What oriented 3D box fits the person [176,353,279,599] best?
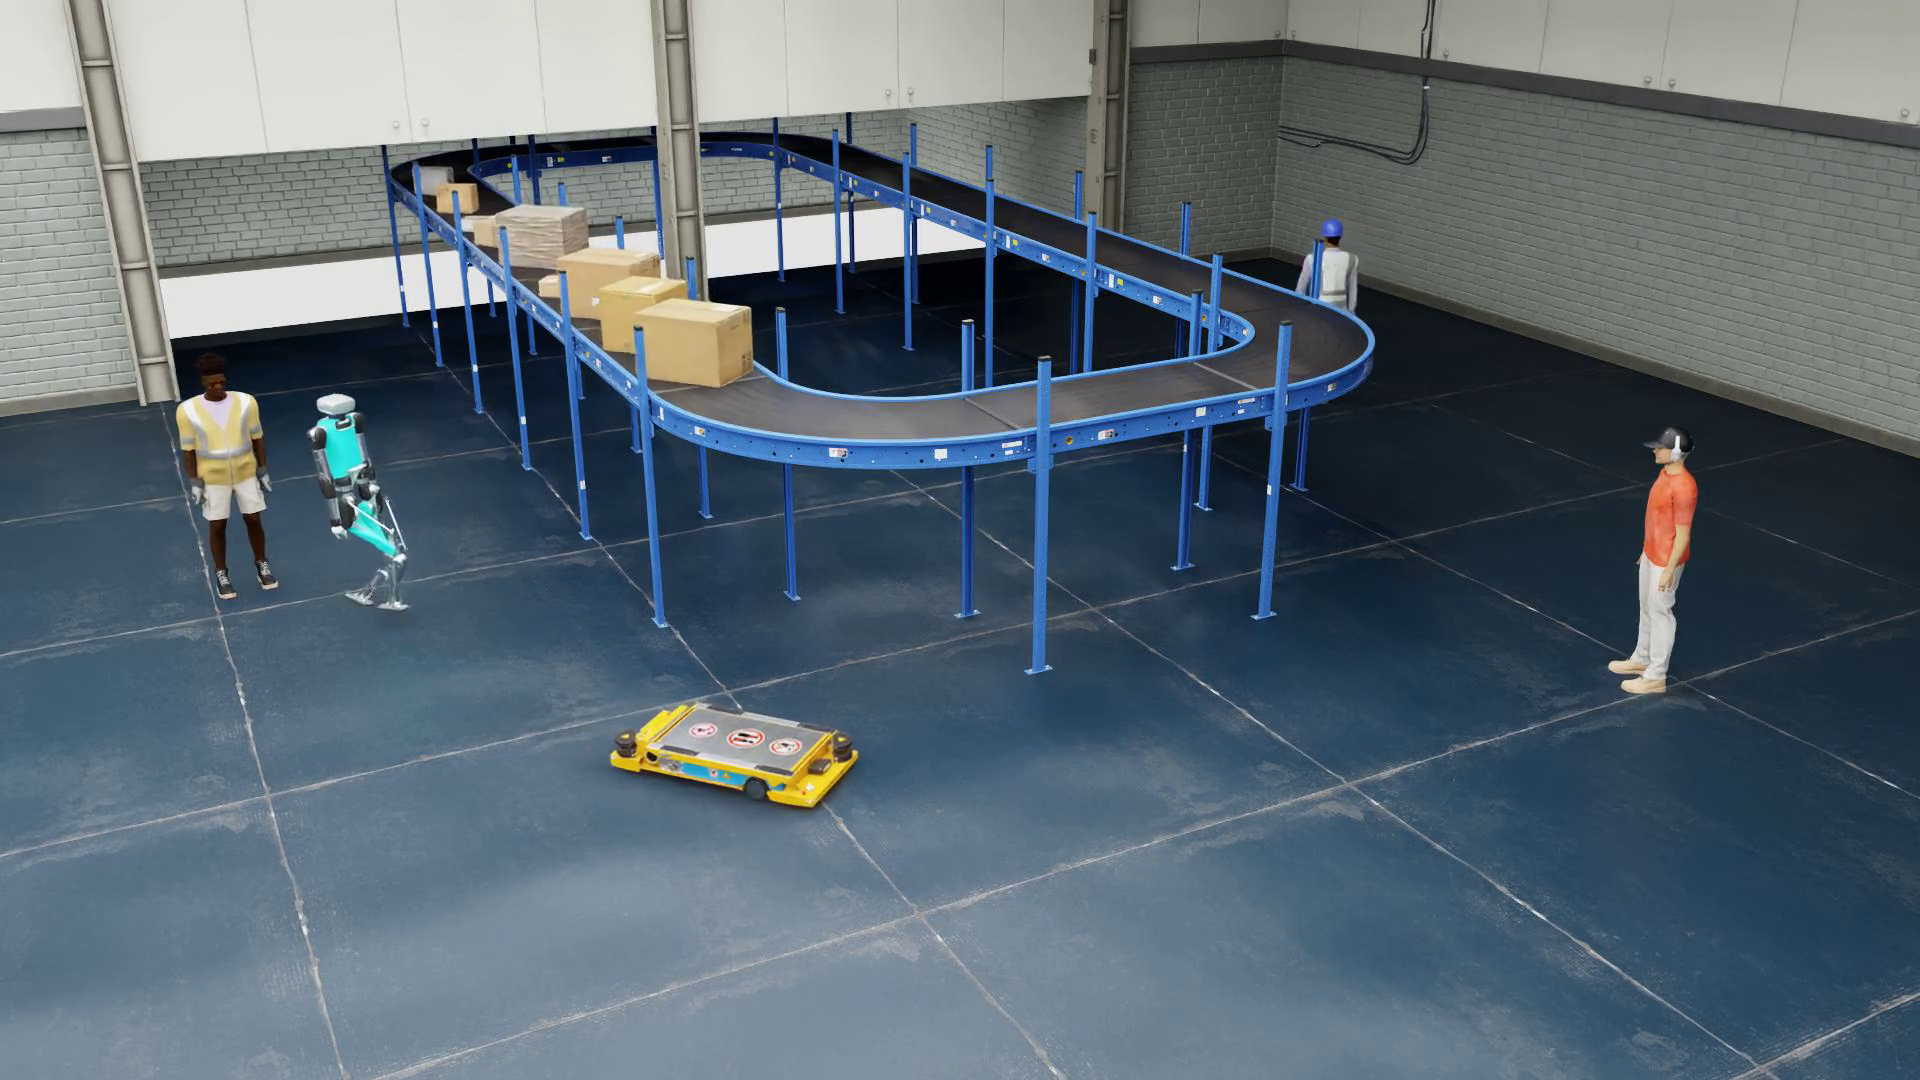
[{"bbox_3d":[-5.669,-0.507,12.886,0.601,1.956,0.378,-14,26,-31],"label":"person"}]

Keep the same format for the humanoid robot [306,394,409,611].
[{"bbox_3d":[-4.403,-0.207,12.441,0.947,1.761,0.541,8,23,18],"label":"humanoid robot"}]

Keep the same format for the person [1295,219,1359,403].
[{"bbox_3d":[3.887,-2.492,17.855,0.620,1.905,0.963,-4,22,-9],"label":"person"}]

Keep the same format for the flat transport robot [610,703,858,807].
[{"bbox_3d":[-1.432,1.343,10.555,1.431,0.231,0.659,8,24,20],"label":"flat transport robot"}]

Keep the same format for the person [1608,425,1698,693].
[{"bbox_3d":[4.749,0.130,11.367,0.411,1.910,0.480,2,22,5],"label":"person"}]
